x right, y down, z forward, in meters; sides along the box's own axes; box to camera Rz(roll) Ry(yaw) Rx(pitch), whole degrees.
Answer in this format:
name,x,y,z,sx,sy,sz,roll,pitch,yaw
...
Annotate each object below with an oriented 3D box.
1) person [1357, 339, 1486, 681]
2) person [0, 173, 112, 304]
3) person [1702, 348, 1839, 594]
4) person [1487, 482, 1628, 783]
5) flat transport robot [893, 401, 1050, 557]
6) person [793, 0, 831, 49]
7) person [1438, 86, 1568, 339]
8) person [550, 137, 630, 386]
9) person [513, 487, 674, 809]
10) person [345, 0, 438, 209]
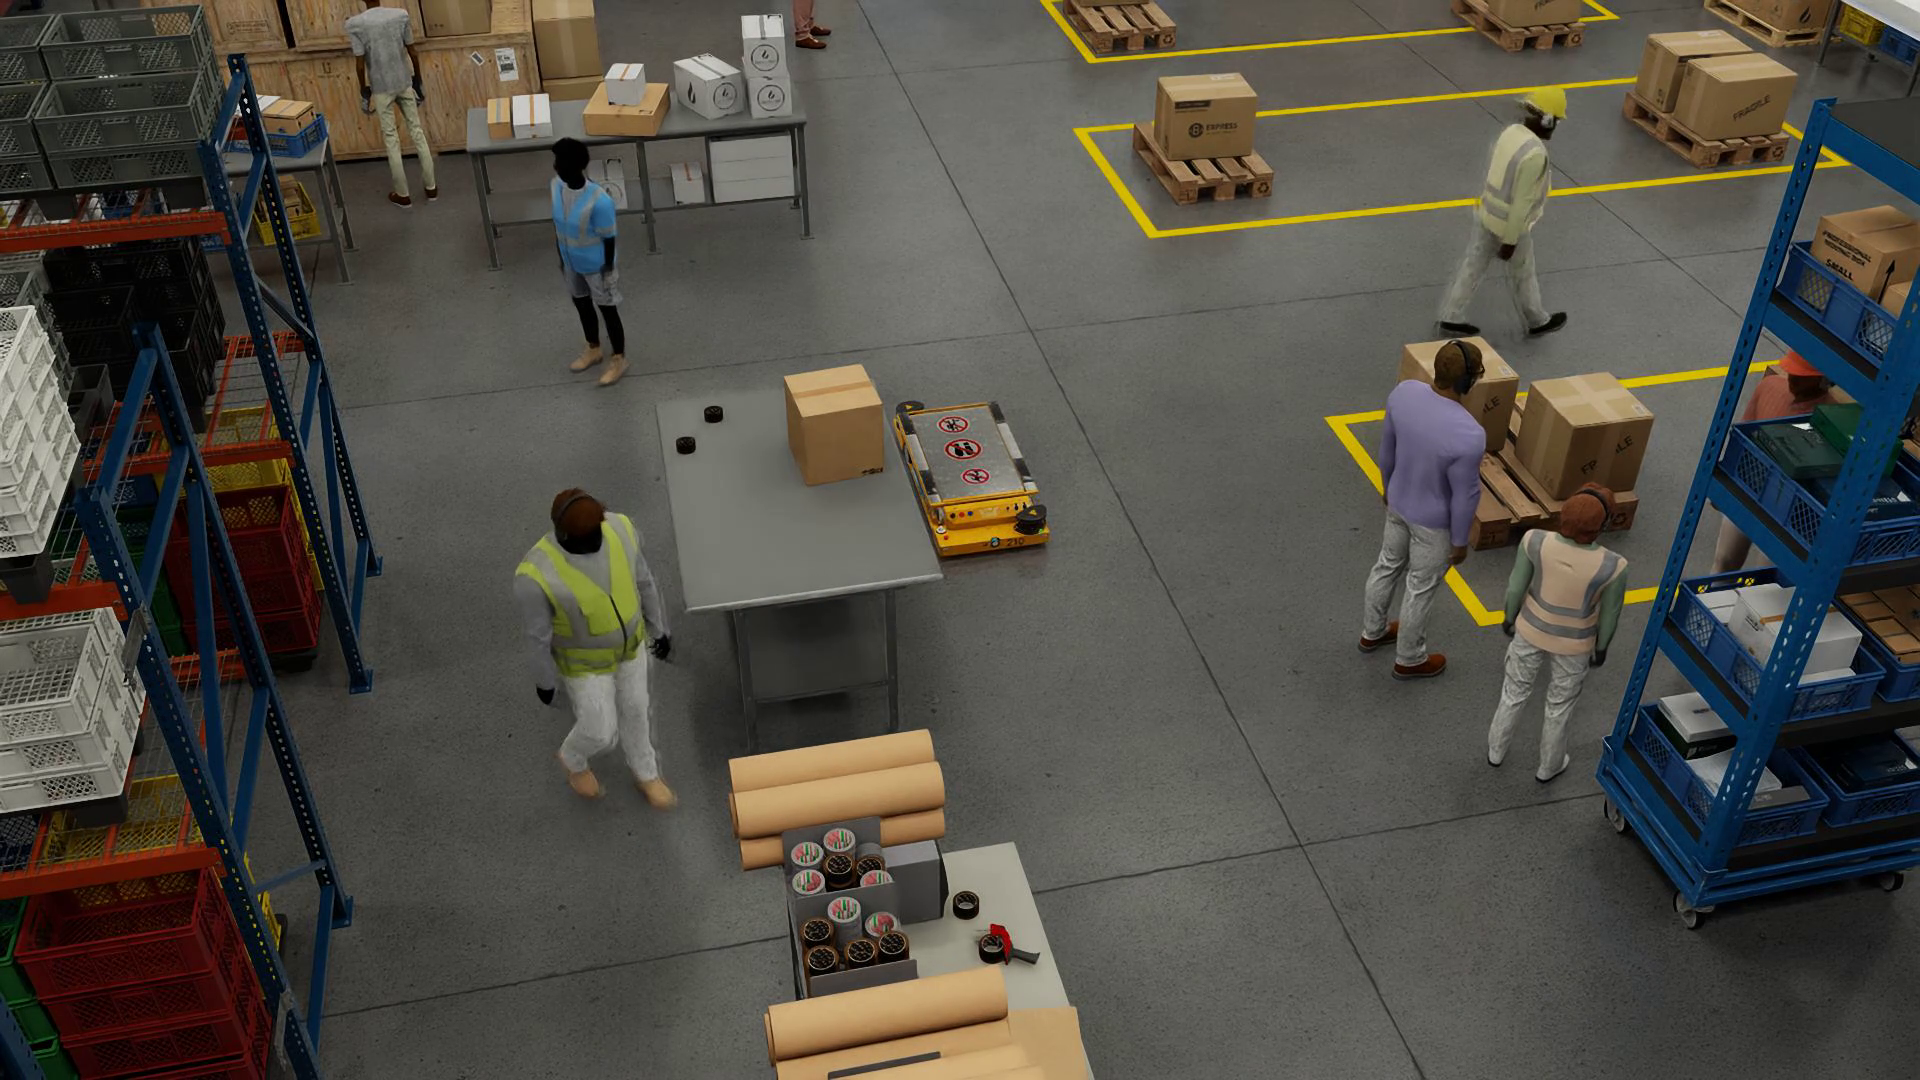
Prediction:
name,x,y,z,sx,sy,sz,roll,pitch,yaw
person,2.333,-0.146,8.340,0.364,1.939,0.636,-18,40,-22
person,-5.659,-1.774,10.573,0.337,1.882,0.585,23,42,27
person,4.040,-0.170,8.325,0.385,1.993,0.624,-17,40,-21
person,2.784,0.448,7.788,0.512,1.642,0.312,21,42,26
flat transport robot,0.046,-0.430,10.108,0.652,0.197,1.431,-8,37,-10
person,-1.436,-5.656,15.781,0.401,1.899,0.645,1,37,1
person,3.777,-2.159,11.186,0.910,1.764,0.648,-3,37,-4
person,-2.411,-1.802,10.765,0.523,1.696,0.314,22,42,27
person,-1.678,0.492,7.588,0.678,1.816,0.660,27,44,31
person,-4.420,-3.499,12.901,0.541,1.871,0.320,-23,42,-27
